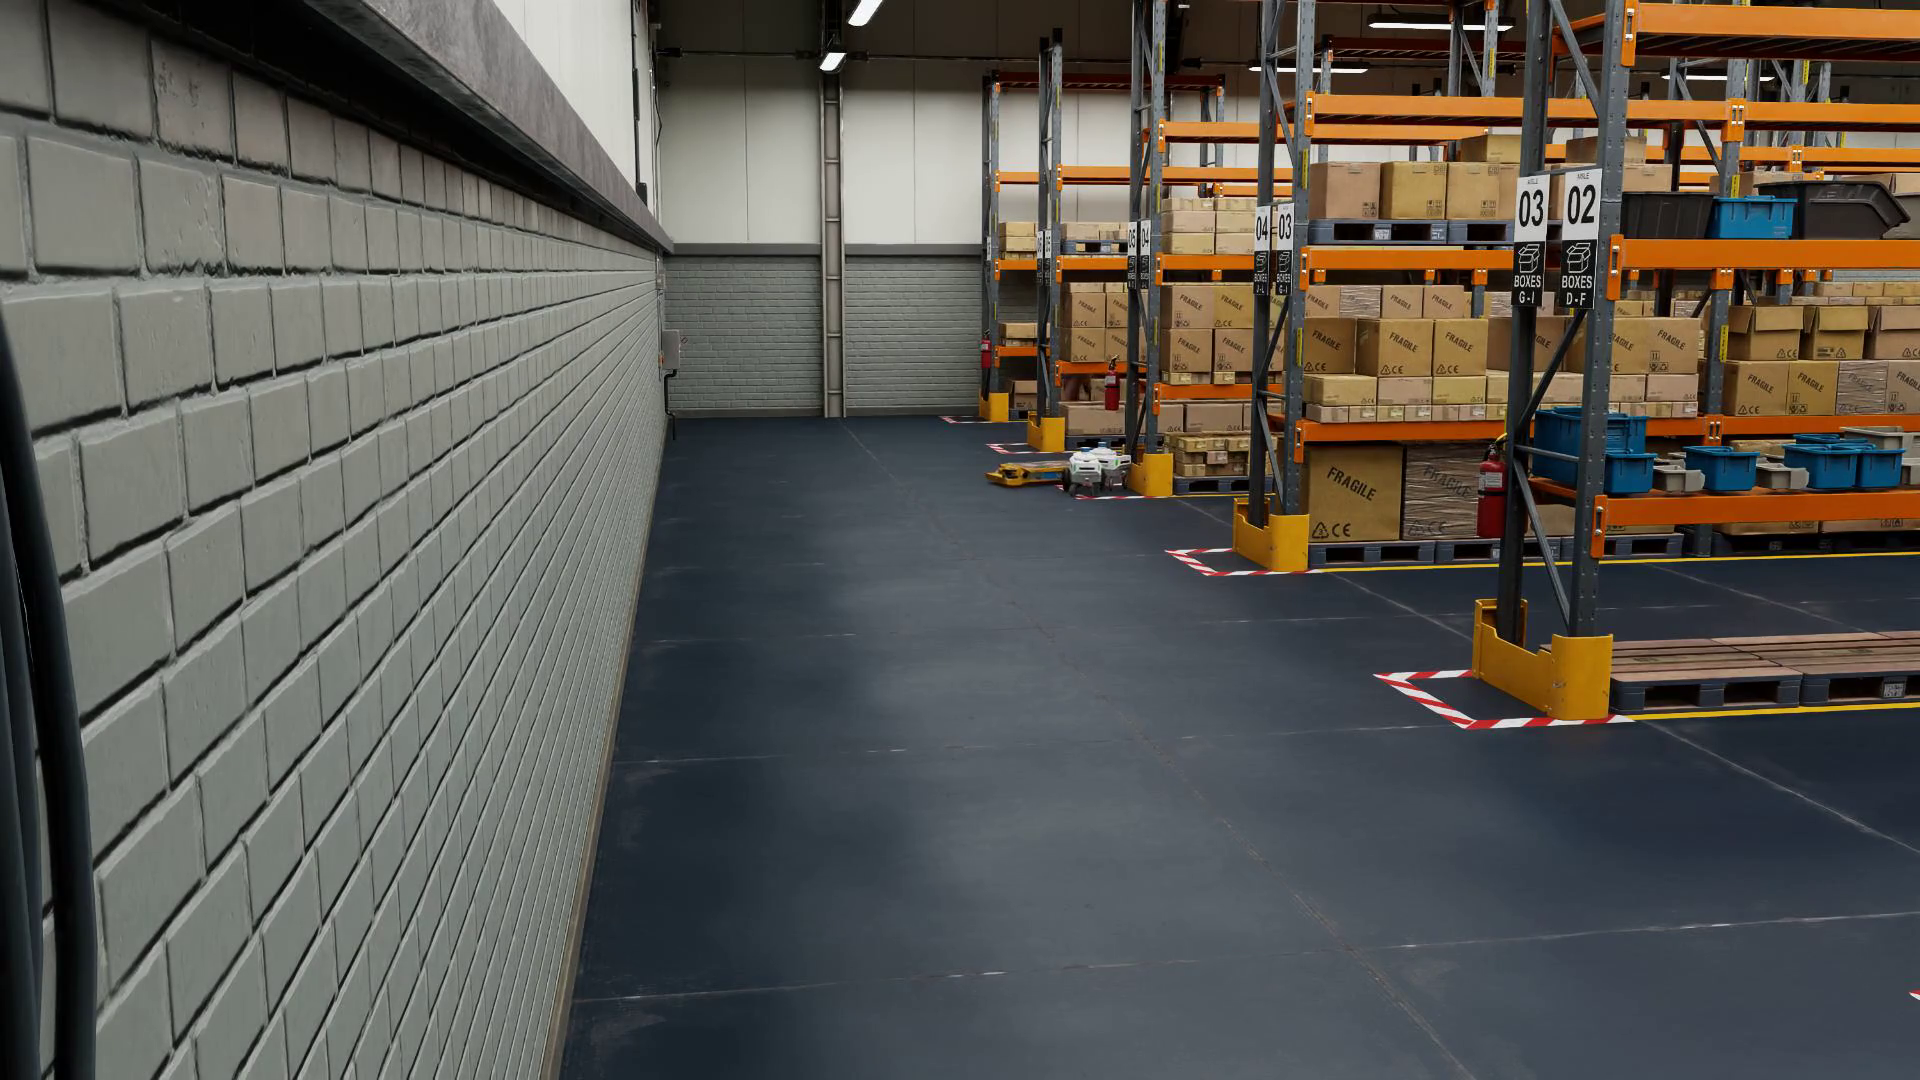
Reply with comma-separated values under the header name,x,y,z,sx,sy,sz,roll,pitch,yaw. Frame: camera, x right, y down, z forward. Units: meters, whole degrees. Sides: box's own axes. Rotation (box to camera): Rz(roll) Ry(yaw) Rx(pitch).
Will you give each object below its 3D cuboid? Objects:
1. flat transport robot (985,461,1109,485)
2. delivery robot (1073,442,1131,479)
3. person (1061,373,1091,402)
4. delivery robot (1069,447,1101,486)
name,x,y,z,sx,sy,sz,roll,pitch,yaw
flat transport robot,1.099,-0.855,20.864,1.431,0.197,0.652,-4,10,-22
delivery robot,1.732,-0.949,20.285,0.707,0.478,0.477,8,12,40
person,1.756,-2.525,26.320,1.013,1.856,0.644,-5,11,-30
delivery robot,1.483,-0.858,19.723,0.477,0.478,0.707,0,9,1
